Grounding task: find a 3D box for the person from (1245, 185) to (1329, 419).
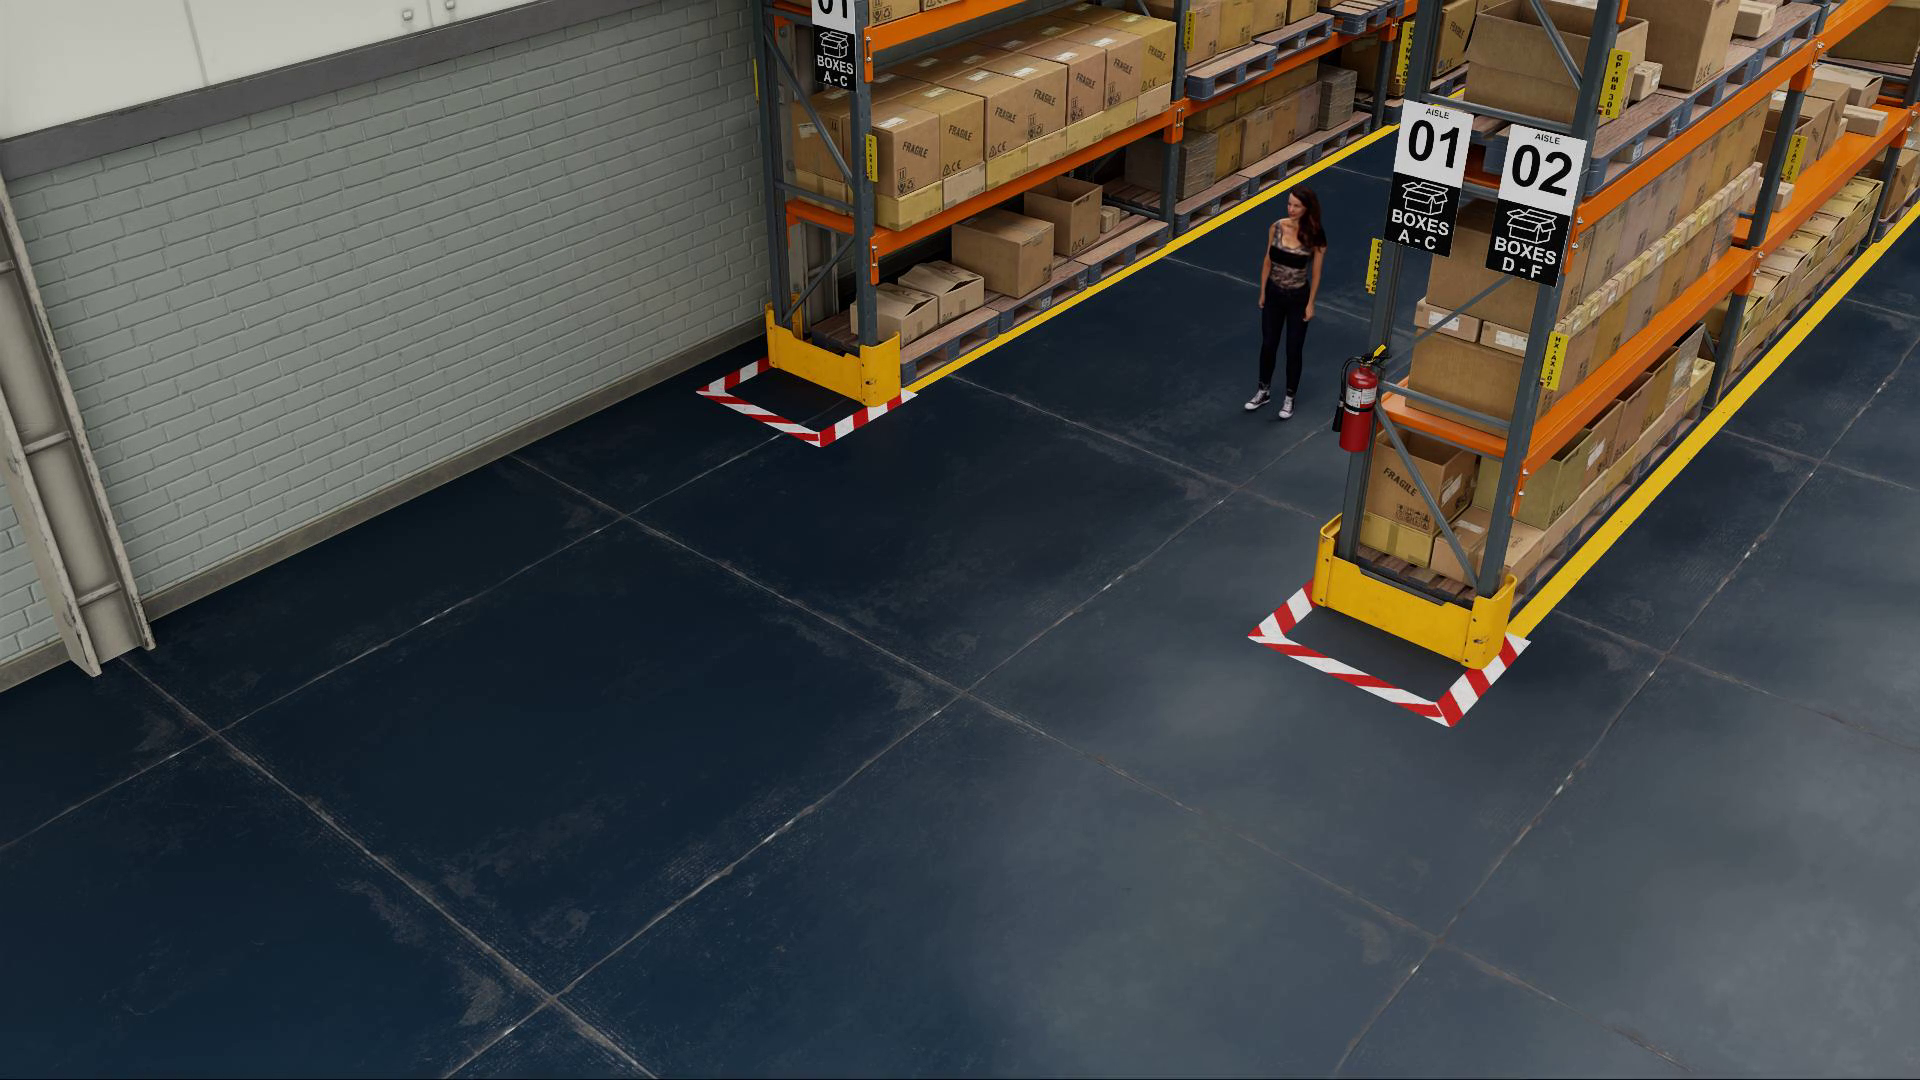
[{"bbox_3d":[2.387,-1.744,12.101,0.633,1.770,0.569,19,37,26],"label":"person"}]
